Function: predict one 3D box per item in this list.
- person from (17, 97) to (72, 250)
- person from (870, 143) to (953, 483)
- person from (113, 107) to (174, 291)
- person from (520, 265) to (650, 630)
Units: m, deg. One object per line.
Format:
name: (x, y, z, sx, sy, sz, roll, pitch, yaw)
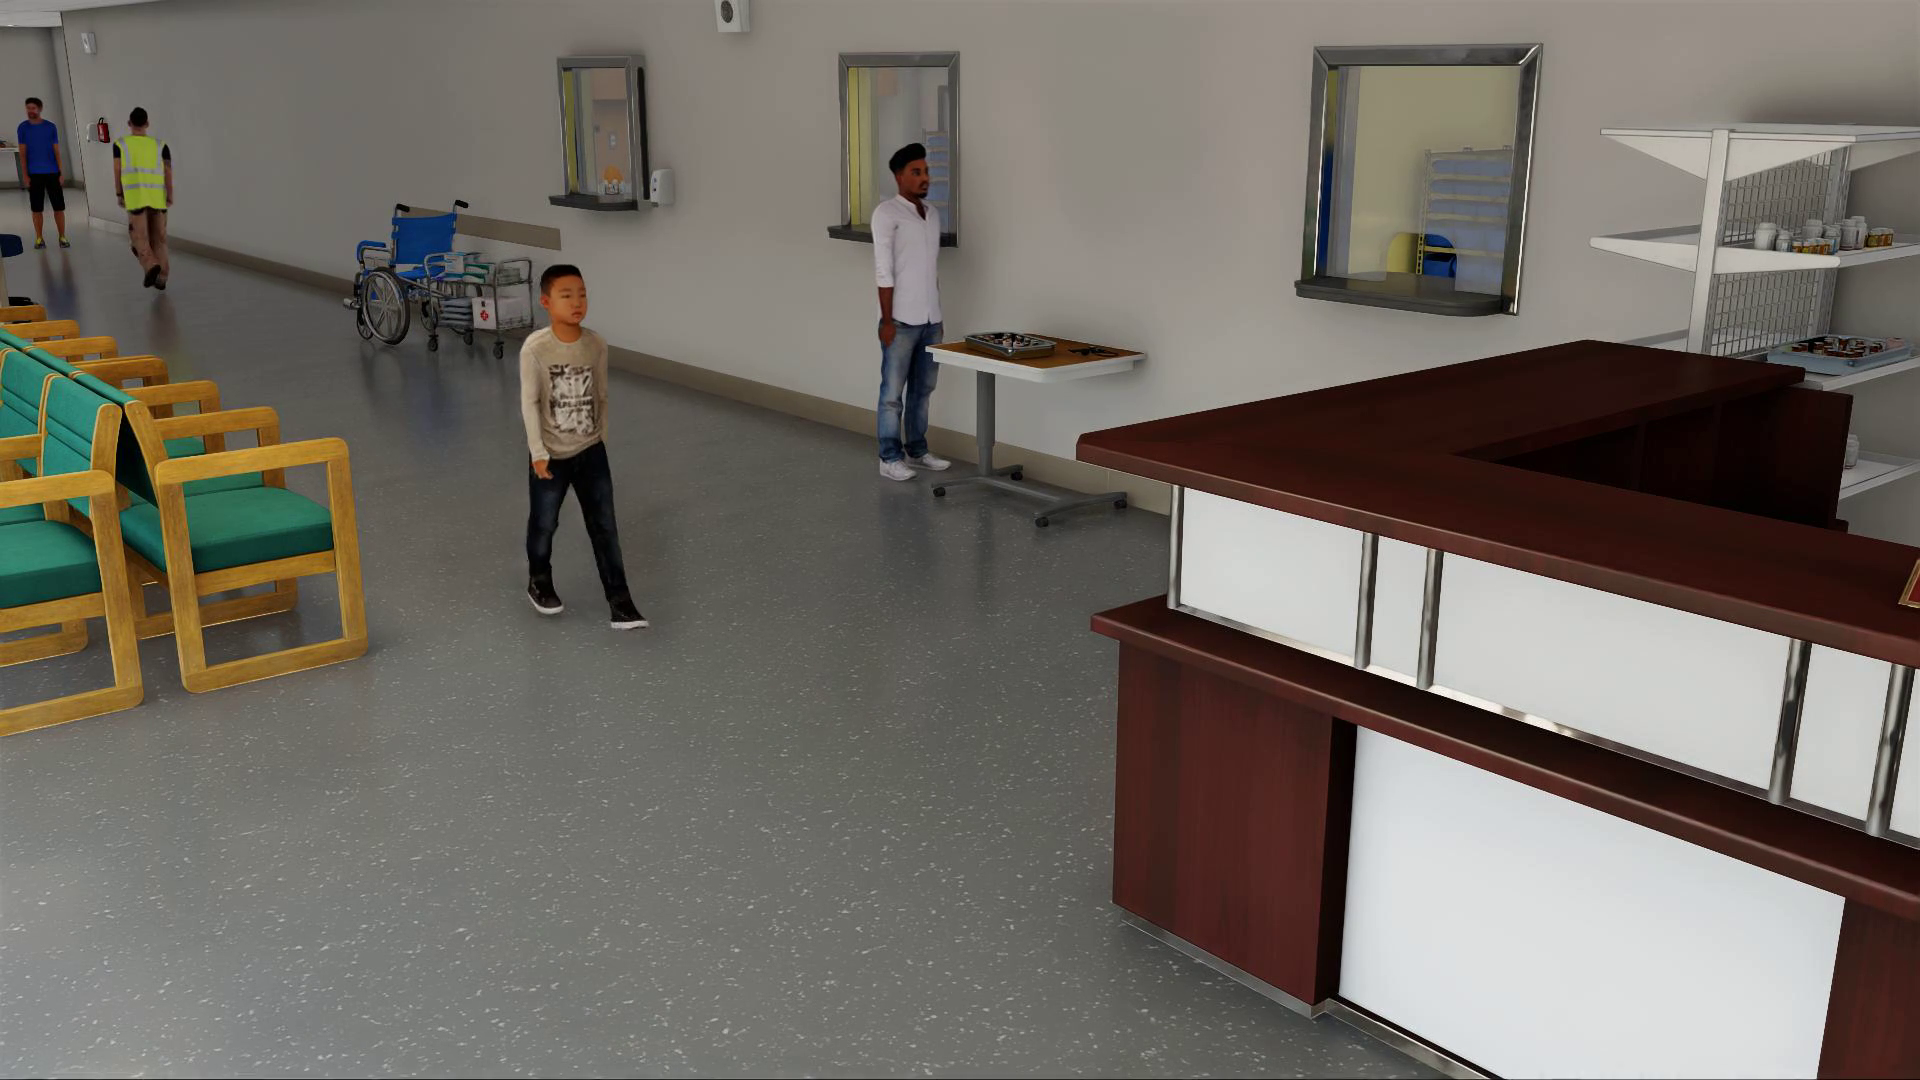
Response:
person: (-11.602, -4.643, 21.056, 0.547, 1.865, 0.703, -9, 18, -30)
person: (-0.281, -1.262, 9.156, 0.734, 1.816, 0.568, 13, 20, 39)
person: (-8.186, -3.399, 16.727, 0.896, 1.821, 0.750, -12, 20, -36)
person: (-1.607, -0.353, 6.642, 0.943, 1.429, 0.657, -11, 19, -34)
